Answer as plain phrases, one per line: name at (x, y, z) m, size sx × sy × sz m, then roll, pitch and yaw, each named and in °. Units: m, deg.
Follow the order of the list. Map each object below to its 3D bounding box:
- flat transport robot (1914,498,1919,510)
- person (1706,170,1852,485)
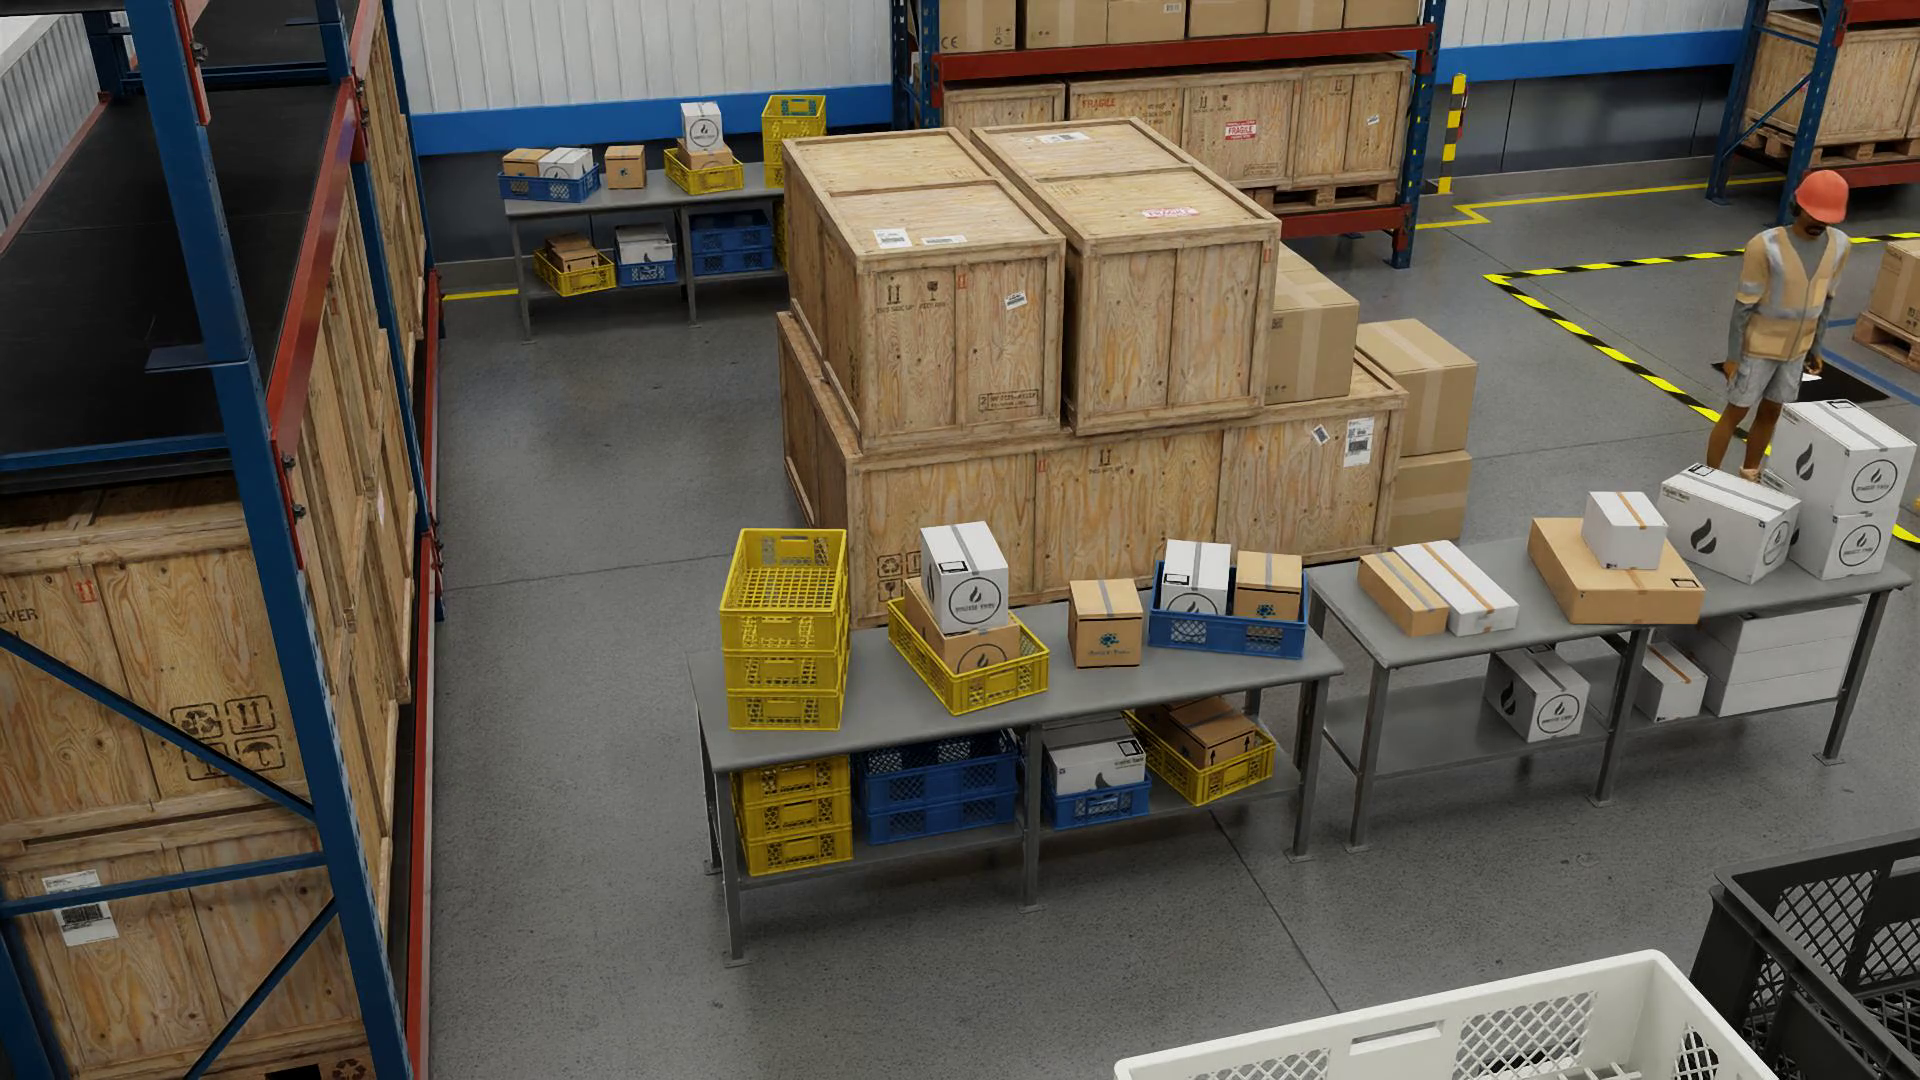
flat transport robot at (6.148, -0.046, 9.171) m, size 0.652 × 0.197 × 1.431 m, roll -16°, pitch 33°, yaw -27°
person at (4.545, -1.062, 9.222) m, size 0.607 × 2.030 × 0.406 m, roll -5°, pitch 29°, yaw -10°
